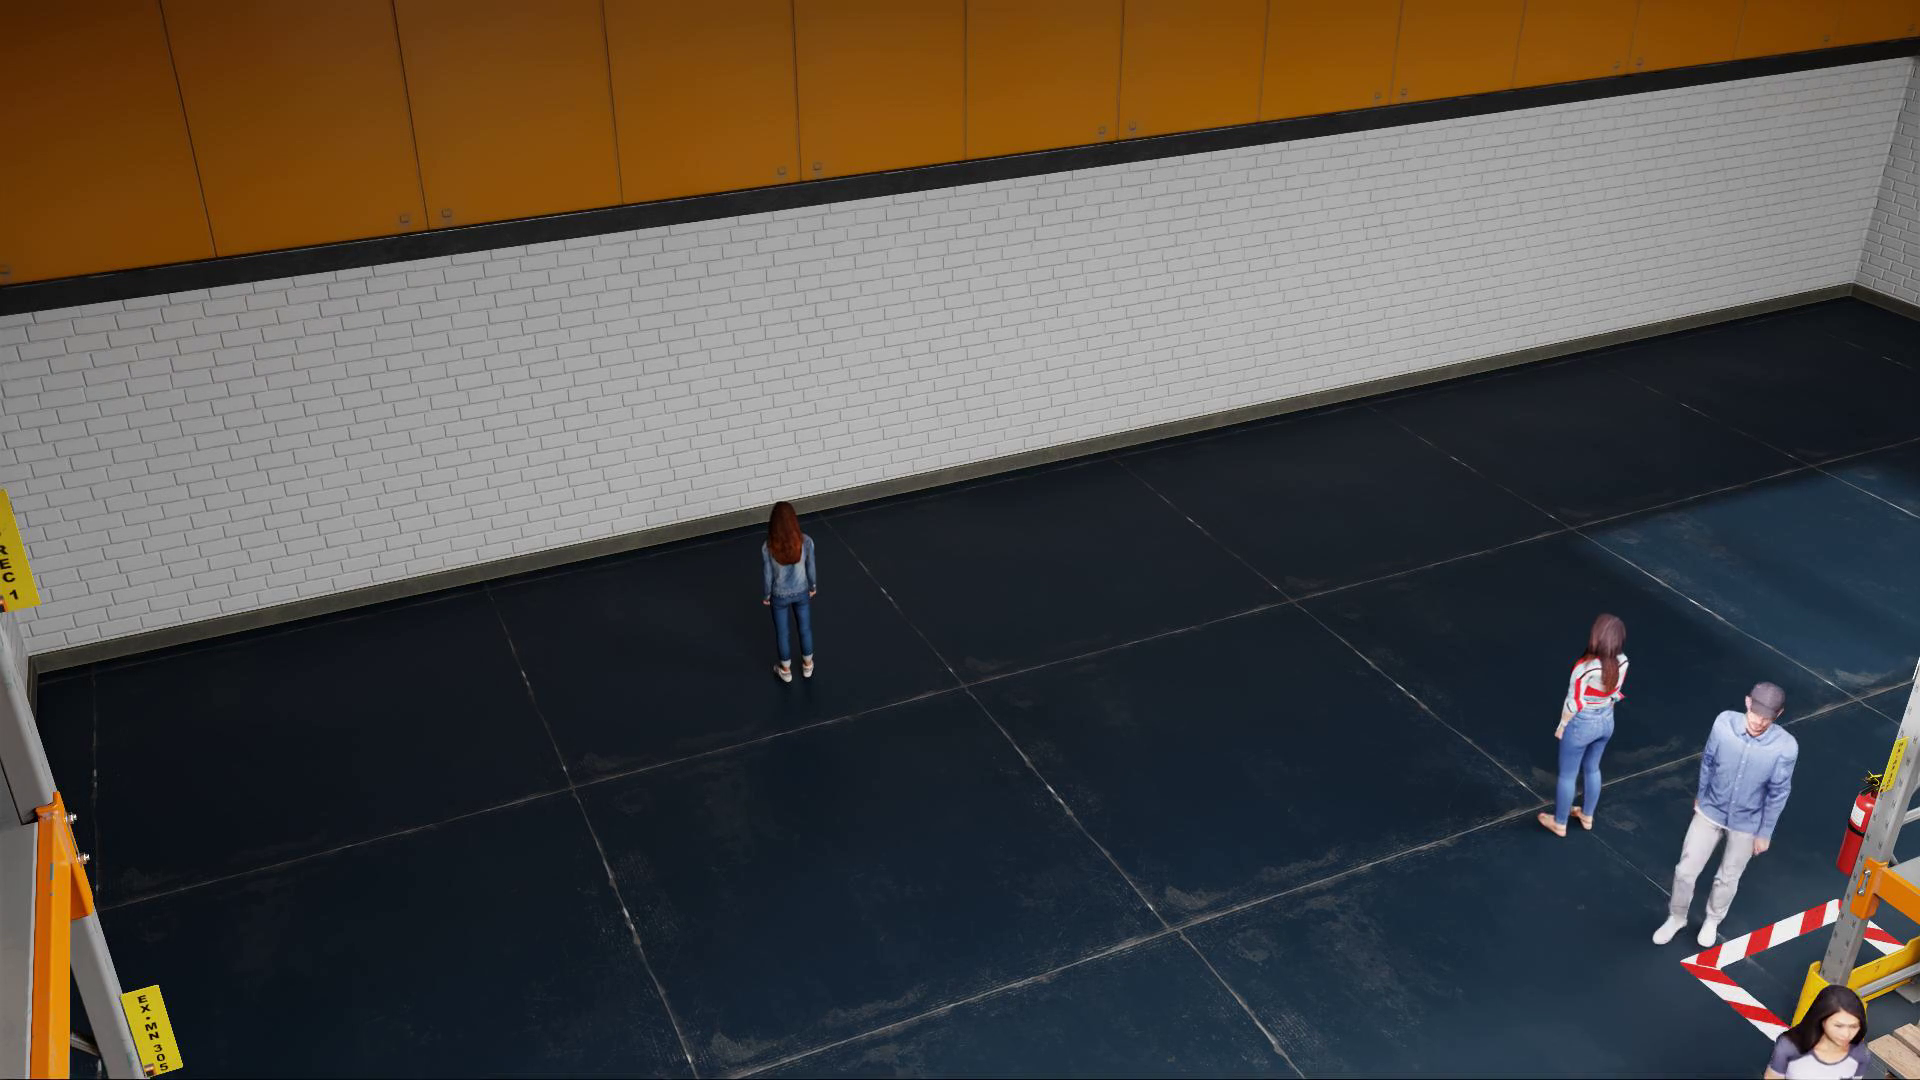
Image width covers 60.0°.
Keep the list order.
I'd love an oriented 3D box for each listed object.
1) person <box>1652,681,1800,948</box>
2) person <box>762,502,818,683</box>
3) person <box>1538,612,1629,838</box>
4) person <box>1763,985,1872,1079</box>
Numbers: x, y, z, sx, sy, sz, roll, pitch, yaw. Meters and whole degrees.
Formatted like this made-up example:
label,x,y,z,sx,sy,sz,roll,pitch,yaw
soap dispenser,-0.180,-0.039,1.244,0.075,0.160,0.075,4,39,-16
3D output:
label,x,y,z,sx,sy,sz,roll,pitch,yaw
person,4.591,1.581,9.823,0.760,1.867,0.847,20,34,32
person,-1.270,0.386,12.422,0.582,1.477,0.523,-9,30,-16
person,4.086,1.199,10.794,0.588,1.609,0.497,-12,31,-21
person,3.957,2.724,7.907,0.766,1.695,0.836,3,29,6
